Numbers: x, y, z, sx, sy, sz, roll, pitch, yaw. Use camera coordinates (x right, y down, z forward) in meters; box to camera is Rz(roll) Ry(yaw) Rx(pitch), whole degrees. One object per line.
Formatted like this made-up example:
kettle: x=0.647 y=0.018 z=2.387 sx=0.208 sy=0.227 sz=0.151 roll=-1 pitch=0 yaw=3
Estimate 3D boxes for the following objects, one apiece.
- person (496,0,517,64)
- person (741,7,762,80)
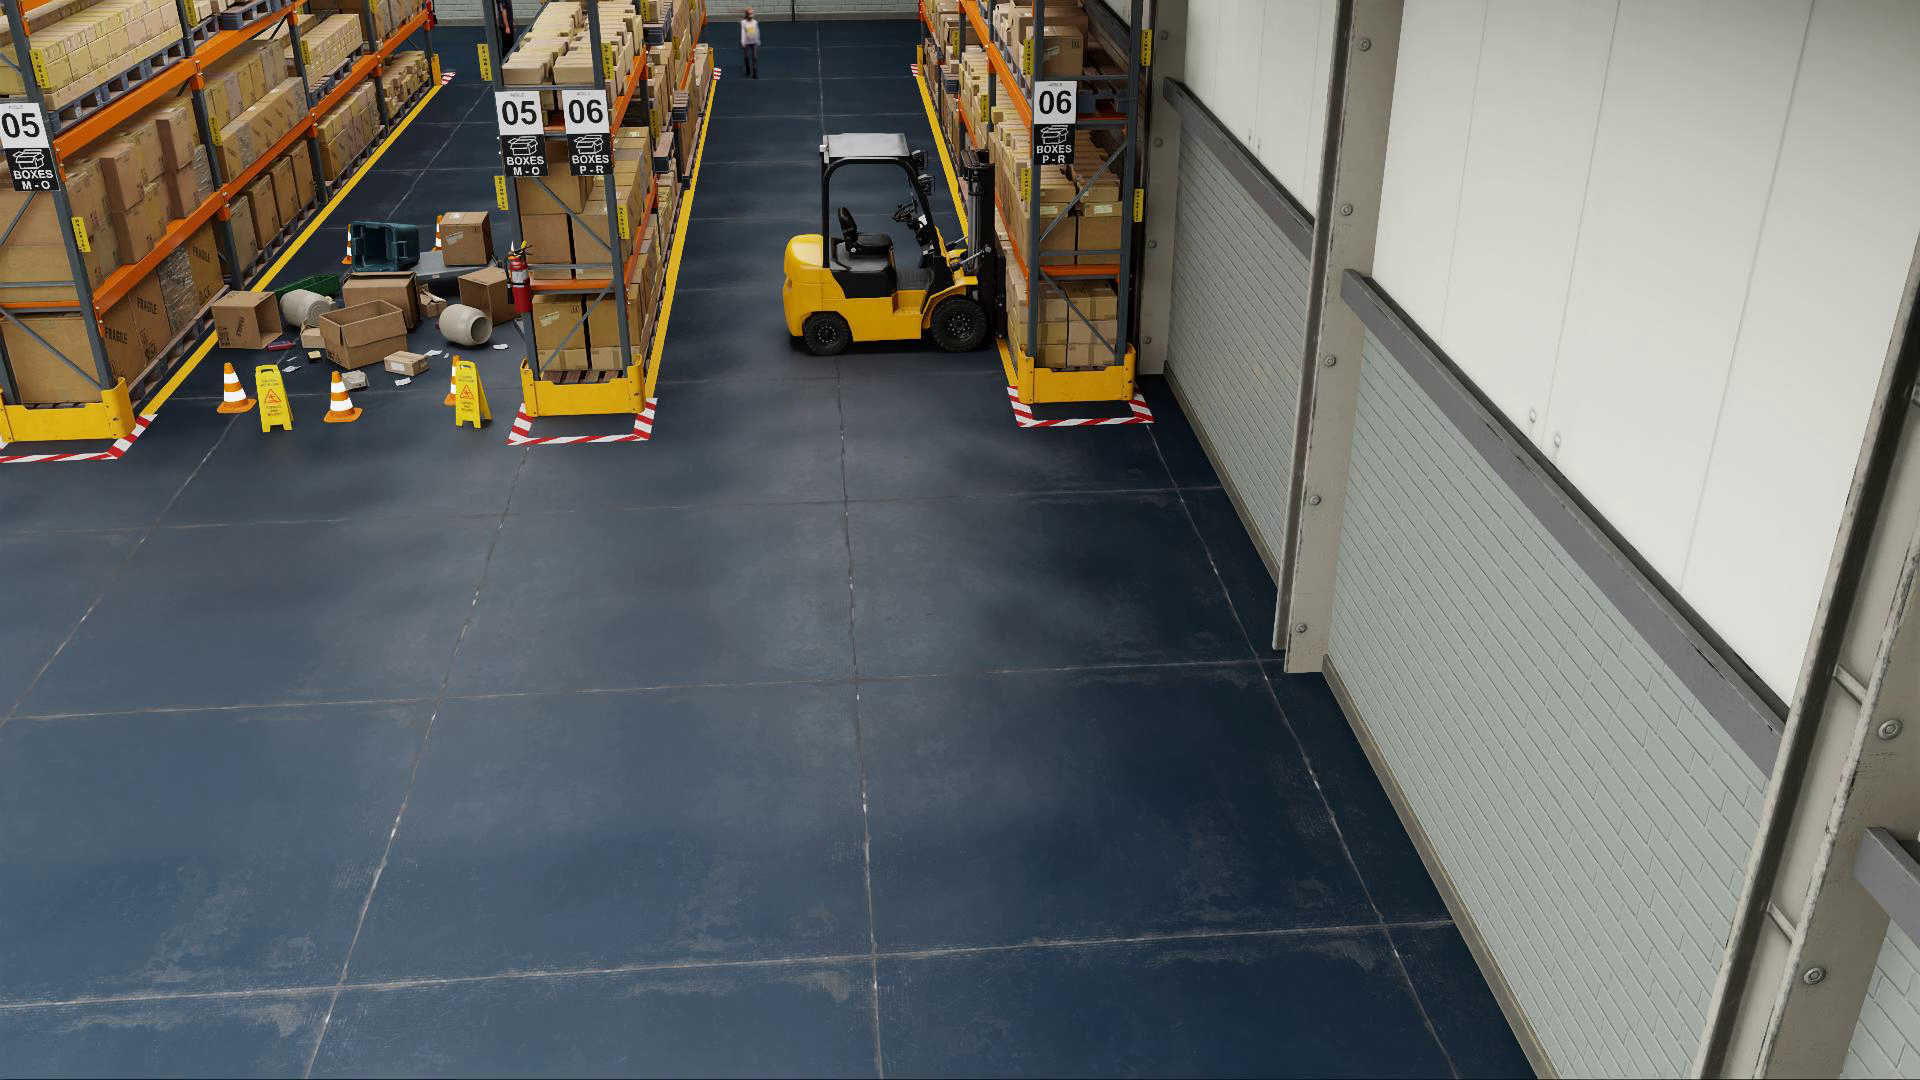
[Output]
person: x=-8.390 y=-9.545 z=30.799 sx=0.713 sy=1.764 sz=0.507 roll=0 pitch=27 yaw=0
person: x=-3.855 y=-9.130 z=30.532 sx=0.573 sy=1.270 sz=0.629 roll=-9 pitch=29 yaw=-18
